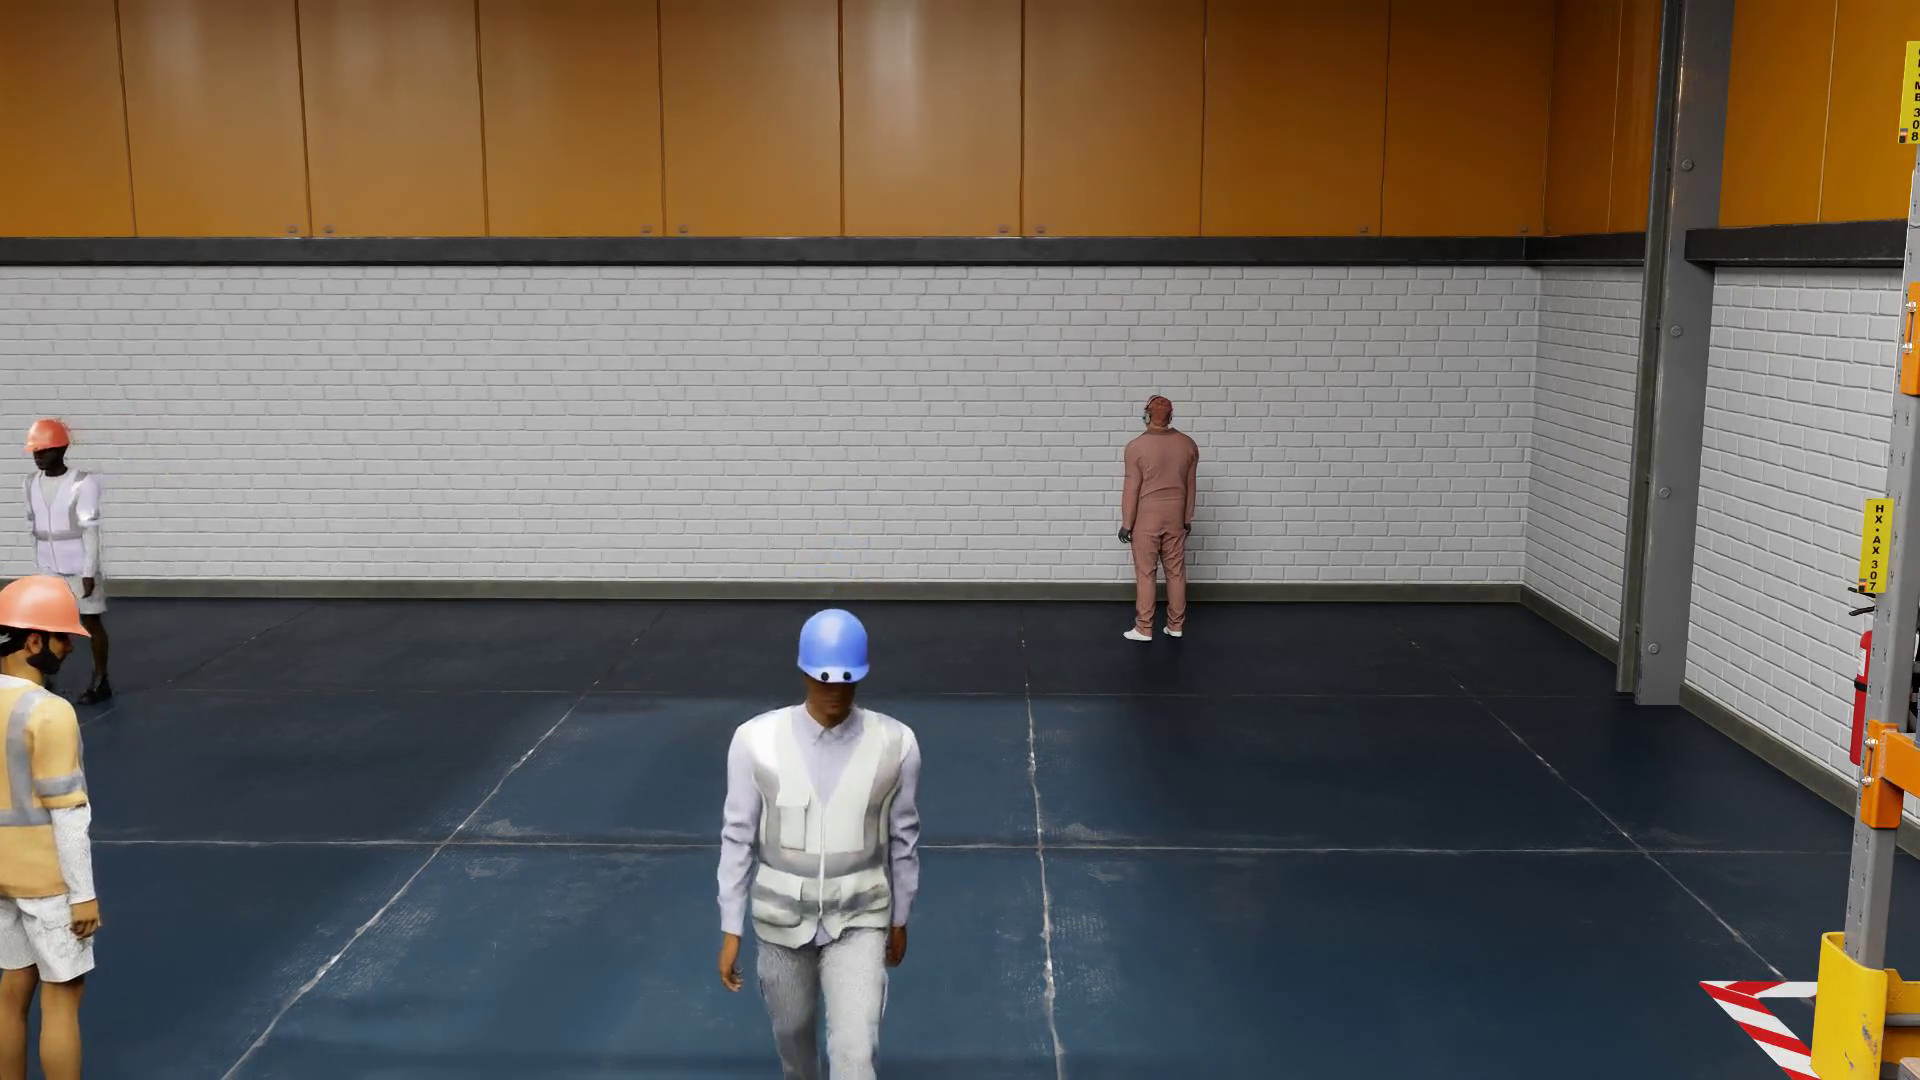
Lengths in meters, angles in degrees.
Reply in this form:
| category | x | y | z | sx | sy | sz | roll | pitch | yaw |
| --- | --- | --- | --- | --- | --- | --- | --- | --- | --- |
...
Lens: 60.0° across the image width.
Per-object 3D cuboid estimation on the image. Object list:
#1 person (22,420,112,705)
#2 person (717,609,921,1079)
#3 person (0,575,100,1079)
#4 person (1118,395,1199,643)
| category | x | y | z | sx | sy | sz | roll | pitch | yaw |
| --- | --- | --- | --- | --- | --- | --- | --- | --- | --- |
| person | -5.829 | 0.186 | 10.737 | 0.559 | 1.902 | 0.853 | 1 | 10 | 5 |
| person | -0.428 | 1.127 | 5.135 | 0.613 | 1.911 | 0.971 | -1 | 9 | -4 |
| person | -2.975 | 1.070 | 5.412 | 0.547 | 1.924 | 0.391 | 5 | 11 | 29 |
| person | 1.510 | -0.161 | 12.835 | 0.639 | 1.910 | 0.407 | -4 | 10 | -24 |
